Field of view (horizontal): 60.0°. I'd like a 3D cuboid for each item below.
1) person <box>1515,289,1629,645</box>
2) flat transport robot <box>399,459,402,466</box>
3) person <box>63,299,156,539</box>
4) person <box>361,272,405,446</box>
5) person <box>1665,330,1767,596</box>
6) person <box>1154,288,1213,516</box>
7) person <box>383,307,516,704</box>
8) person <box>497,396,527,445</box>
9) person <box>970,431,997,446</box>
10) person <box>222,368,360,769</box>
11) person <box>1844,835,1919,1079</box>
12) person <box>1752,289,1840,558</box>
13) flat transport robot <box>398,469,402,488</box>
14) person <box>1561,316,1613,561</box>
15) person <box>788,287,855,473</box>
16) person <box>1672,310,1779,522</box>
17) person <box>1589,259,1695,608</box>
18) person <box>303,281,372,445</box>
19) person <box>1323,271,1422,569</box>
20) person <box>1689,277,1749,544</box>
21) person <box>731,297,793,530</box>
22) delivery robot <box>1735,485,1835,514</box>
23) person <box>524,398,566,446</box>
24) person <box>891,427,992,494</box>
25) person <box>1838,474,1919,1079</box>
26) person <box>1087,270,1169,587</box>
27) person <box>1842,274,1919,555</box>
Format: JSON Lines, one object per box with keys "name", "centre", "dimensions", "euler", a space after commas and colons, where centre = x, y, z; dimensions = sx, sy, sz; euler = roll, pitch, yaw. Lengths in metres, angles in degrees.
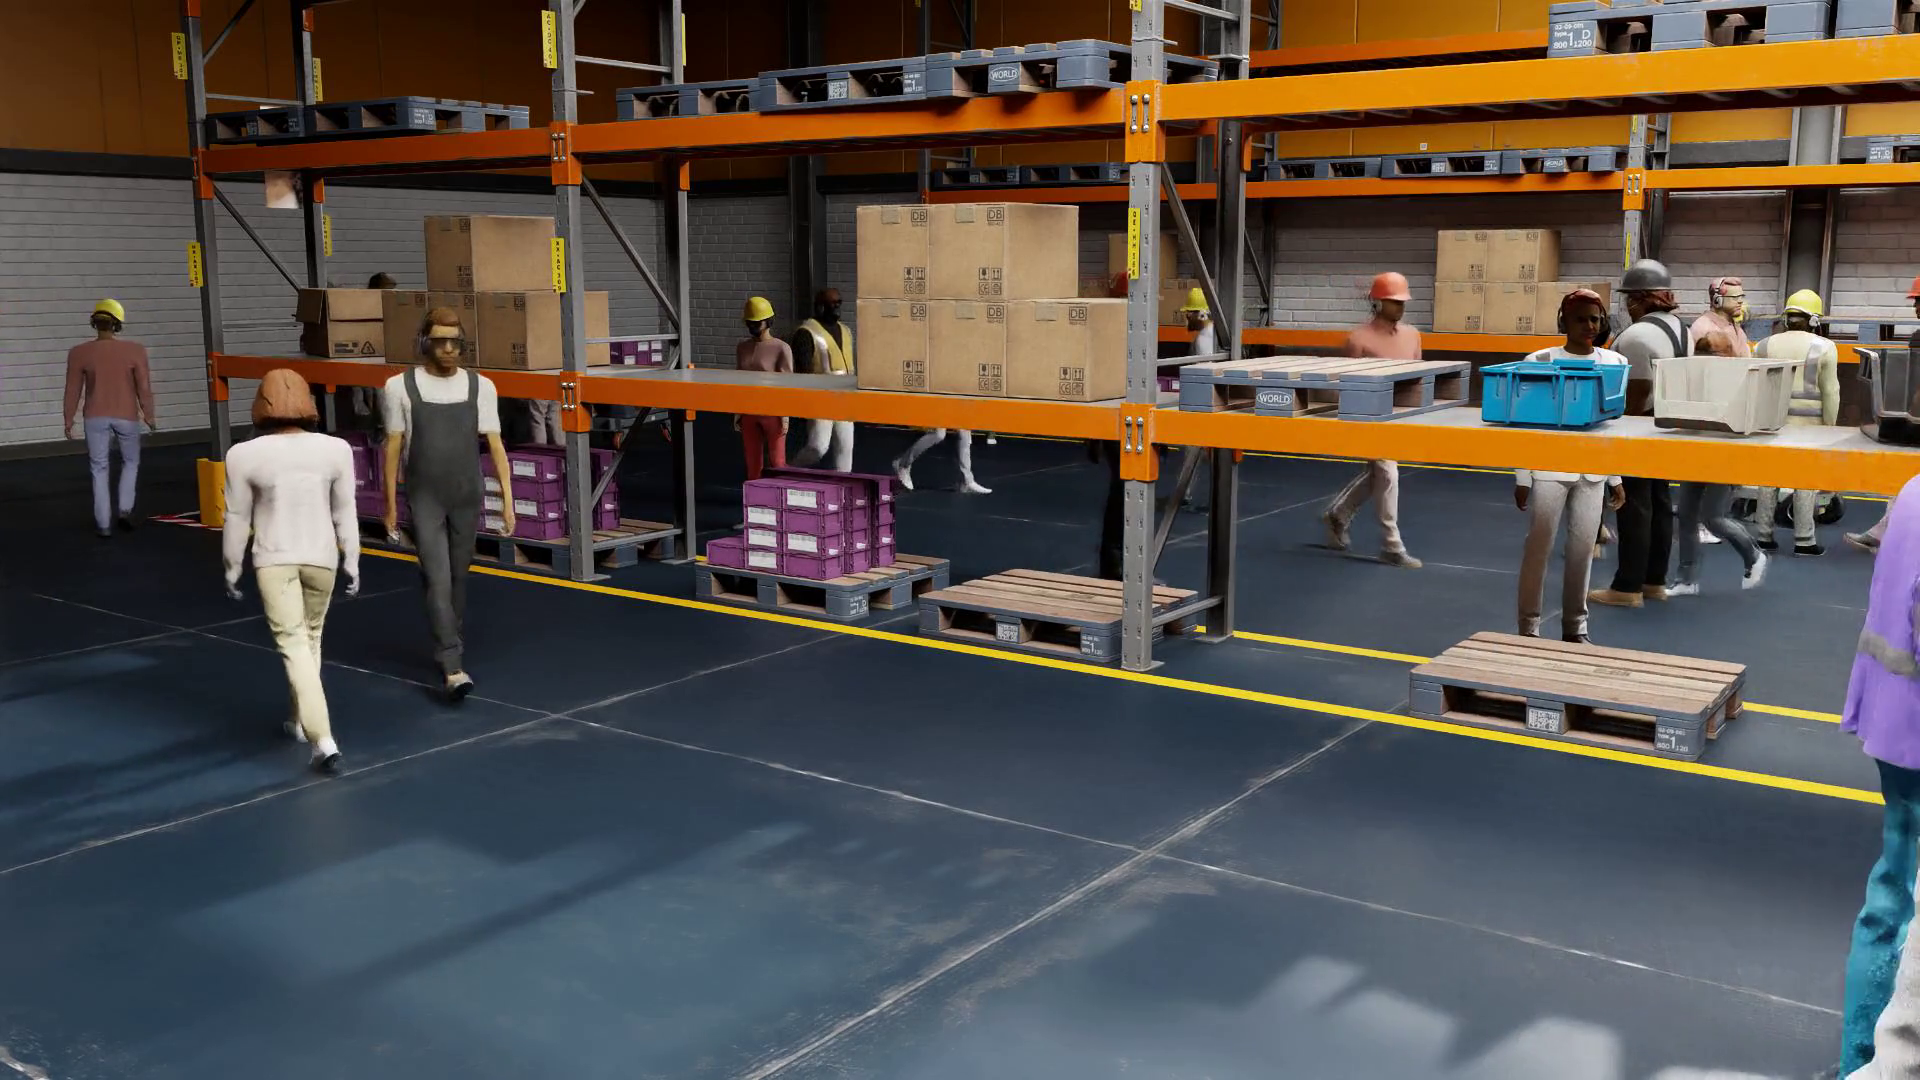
{"name": "person", "centre": [3.086, -0.322, 8.419], "dimensions": [0.585, 1.882, 0.337], "euler": [-1, 10, -7]}
{"name": "flat transport robot", "centre": [-5.151, -0.639, 15.106], "dimensions": [0.652, 0.197, 1.431], "euler": [-3, 10, -18]}
{"name": "person", "centre": [-6.218, -0.880, 12.156], "dimensions": [0.613, 1.733, 0.446], "euler": [-4, 11, -25]}
{"name": "person", "centre": [-4.912, -1.308, 14.165], "dimensions": [0.534, 1.929, 0.639], "euler": [3, 10, 18]}
{"name": "person", "centre": [4.540, -0.449, 9.980], "dimensions": [0.553, 1.623, 0.509], "euler": [-3, 10, -16]}
{"name": "person", "centre": [1.827, -1.088, 13.205], "dimensions": [0.729, 1.804, 0.614], "euler": [2, 10, 13]}
{"name": "person", "centre": [-2.338, -0.159, 7.688], "dimensions": [0.543, 1.798, 0.940], "euler": [-5, 11, -30]}
{"name": "person", "centre": [-4.934, -1.914, 18.371], "dimensions": [0.578, 1.722, 0.494], "euler": [-7, 12, -35]}
{"name": "person", "centre": [0.176, -1.989, 18.219], "dimensions": [0.585, 1.929, 0.377], "euler": [-1, 10, -4]}
{"name": "person", "centre": [-2.687, 0.107, 6.731], "dimensions": [0.511, 1.597, 0.839], "euler": [-7, 12, -37]}
{"name": "person", "centre": [1.809, 0.653, 2.808], "dimensions": [1.010, 1.835, 0.591], "euler": [-1, 10, -4]}
{"name": "person", "centre": [5.715, -0.792, 11.385], "dimensions": [0.403, 1.830, 0.587], "euler": [-7, 12, -37]}
{"name": "flat transport robot", "centre": [-4.570, -0.490, 14.221], "dimensions": [1.431, 0.197, 0.652], "euler": [-3, 10, -18]}
{"name": "person", "centre": [4.230, -0.685, 11.195], "dimensions": [0.366, 1.684, 0.535], "euler": [3, 10, 18]}
{"name": "person", "centre": [-1.111, -1.126, 13.396], "dimensions": [0.748, 1.822, 0.637], "euler": [7, 12, 38]}
{"name": "person", "centre": [5.947, -0.981, 12.862], "dimensions": [0.888, 1.700, 0.554], "euler": [3, 10, 19]}
{"name": "person", "centre": [3.970, -0.632, 9.802], "dimensions": [0.688, 2.000, 0.536], "euler": [-9, 13, -43]}
{"name": "person", "centre": [-5.429, -1.330, 14.483], "dimensions": [1.075, 1.872, 0.674], "euler": [3, 10, 15]}
{"name": "person", "centre": [2.795, -0.829, 11.238], "dimensions": [0.641, 1.956, 0.962], "euler": [-5, 11, -30]}
{"name": "person", "centre": [5.475, -0.935, 12.008], "dimensions": [0.641, 1.908, 0.407], "euler": [-9, 13, -43]}
{"name": "person", "centre": [-1.479, -0.925, 12.389], "dimensions": [0.523, 1.760, 0.324], "euler": [5, 11, 29]}
{"name": "delivery robot", "centre": [6.363, -0.446, 12.833], "dimensions": [0.477, 0.478, 0.707], "euler": [-7, 12, -37]}
{"name": "person", "centre": [-3.965, -1.530, 15.653], "dimensions": [0.505, 1.880, 0.650], "euler": [4, 10, 21]}
{"name": "person", "centre": [-0.169, -1.311, 14.482], "dimensions": [0.856, 1.835, 0.522], "euler": [4, 10, 21]}
{"name": "person", "centre": [2.167, 0.497, 3.669], "dimensions": [0.373, 1.840, 0.571], "euler": [2, 10, 11]}
{"name": "person", "centre": [1.122, -0.664, 10.161], "dimensions": [0.676, 1.976, 0.653], "euler": [6, 11, 33]}
{"name": "person", "centre": [6.347, -0.816, 11.141], "dimensions": [0.652, 1.955, 0.803], "euler": [-8, 12, -39]}
